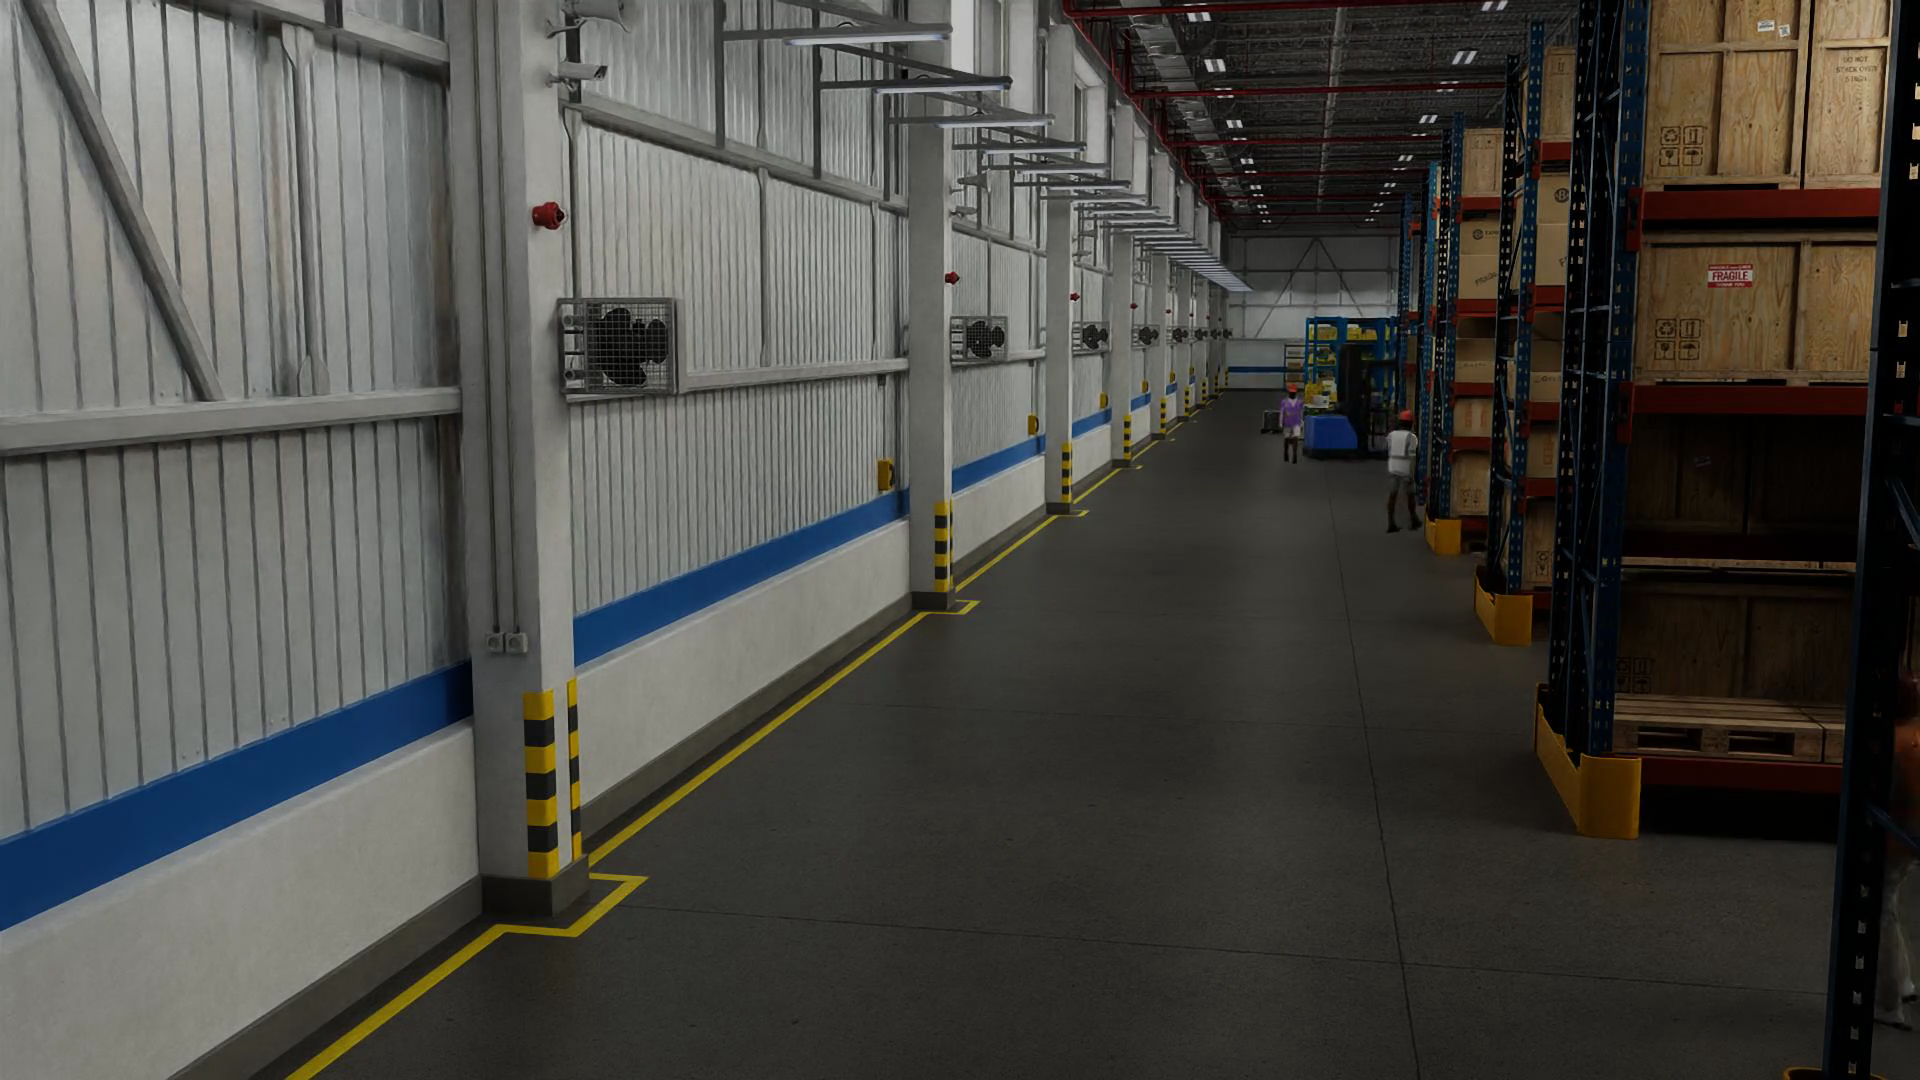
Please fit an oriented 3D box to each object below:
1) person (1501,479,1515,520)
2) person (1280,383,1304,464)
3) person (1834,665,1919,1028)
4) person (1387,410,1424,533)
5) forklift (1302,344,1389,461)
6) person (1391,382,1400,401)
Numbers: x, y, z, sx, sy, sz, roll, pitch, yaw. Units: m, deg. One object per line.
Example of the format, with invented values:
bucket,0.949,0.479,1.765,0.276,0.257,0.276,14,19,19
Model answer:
person,6.976,-0.360,20.787,0.575,1.734,0.378,-3,8,-26
person,7.858,-2.769,39.460,0.555,1.910,0.901,0,7,4
person,4.139,1.361,7.453,0.552,1.619,0.391,-3,8,-26
person,6.932,-1.070,25.905,0.551,1.888,0.955,6,10,41
forklift,9.326,-3.335,40.087,1.873,2.768,1.129,-1,7,-5
person,12.323,-3.601,46.786,0.346,1.735,0.485,-5,8,-33
